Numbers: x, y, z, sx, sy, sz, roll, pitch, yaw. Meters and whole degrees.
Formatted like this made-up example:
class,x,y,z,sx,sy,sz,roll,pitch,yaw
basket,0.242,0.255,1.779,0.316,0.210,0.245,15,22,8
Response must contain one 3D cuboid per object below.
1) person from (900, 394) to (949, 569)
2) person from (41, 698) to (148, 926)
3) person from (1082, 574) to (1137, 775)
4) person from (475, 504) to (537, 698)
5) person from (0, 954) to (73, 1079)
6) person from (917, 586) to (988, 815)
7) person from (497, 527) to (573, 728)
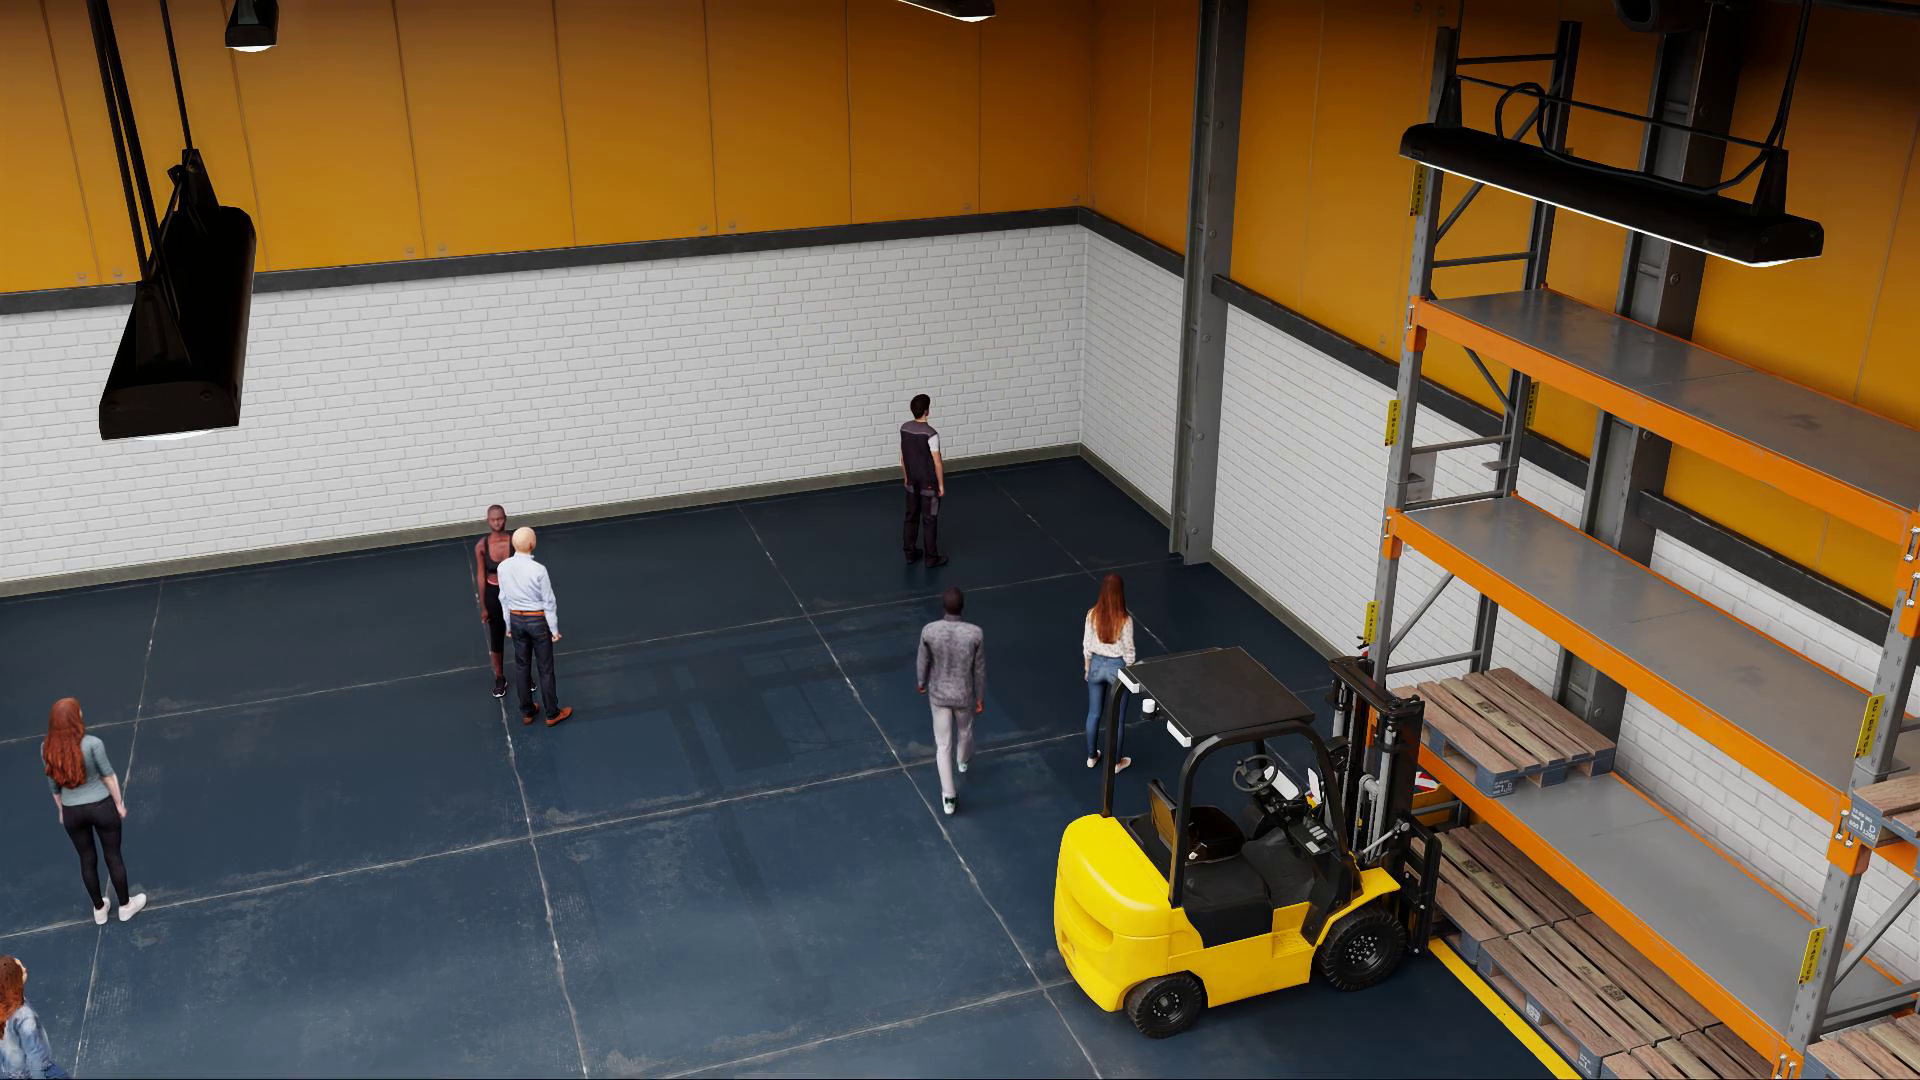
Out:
class,x,y,z,sx,sy,sz,roll,pitch,yaw
person,-0.389,-0.611,17.075,0.711,1.849,0.805,15,28,31
person,-6.027,1.877,11.517,0.632,1.743,0.604,-3,24,-7
person,1.199,1.063,13.397,0.642,1.728,0.704,11,26,23
person,-4.001,0.509,14.627,0.574,1.757,0.513,-8,25,-18
person,-5.290,3.001,9.306,0.878,1.454,0.927,11,26,24
person,-0.072,1.262,12.848,0.902,1.803,1.172,-1,24,-3
person,-3.631,0.730,14.083,0.725,1.789,0.736,5,24,11
